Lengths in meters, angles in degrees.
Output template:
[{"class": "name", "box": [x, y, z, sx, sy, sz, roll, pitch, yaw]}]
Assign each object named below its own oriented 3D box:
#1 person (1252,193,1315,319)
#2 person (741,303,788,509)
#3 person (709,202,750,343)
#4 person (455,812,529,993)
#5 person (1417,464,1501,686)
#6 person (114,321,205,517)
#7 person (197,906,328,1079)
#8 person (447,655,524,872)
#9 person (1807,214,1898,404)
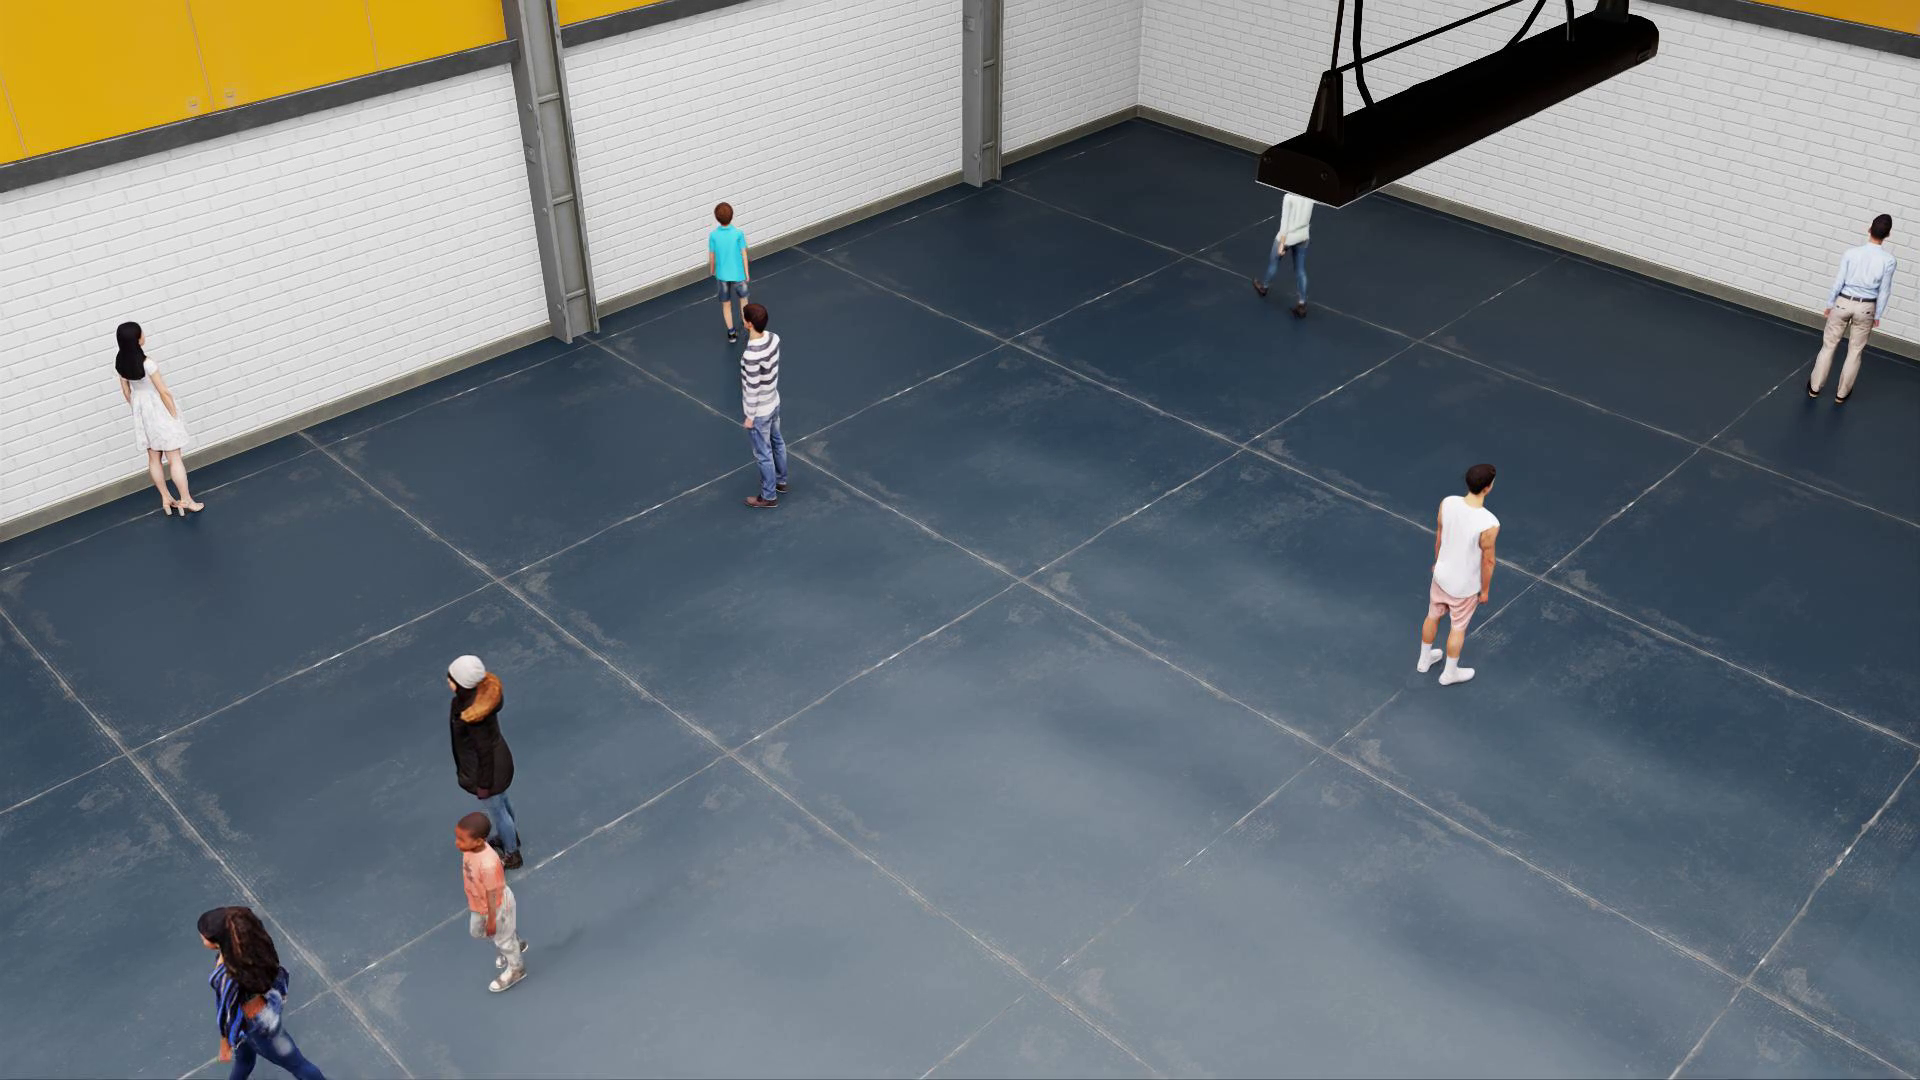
[{"class": "person", "box": [3.486, -3.067, 17.130, 1.082, 1.602, 0.886, -16, 37, -23]}, {"class": "person", "box": [-1.656, -1.146, 14.013, 0.782, 1.855, 0.633, 11, 35, 16]}, {"class": "person", "box": [-2.308, -2.664, 16.675, 0.806, 1.435, 0.857, -1, 34, -1]}, {"class": "person", "box": [-2.666, 2.068, 9.678, 0.554, 1.300, 0.501, -24, 40, -31]}, {"class": "person", "box": [3.584, 0.244, 11.984, 0.596, 1.786, 0.675, -22, 40, -30]}, {"class": "person", "box": [-6.714, -1.010, 13.881, 0.763, 1.774, 0.790, 9, 35, 14]}, {"class": "person", "box": [-3.595, 2.528, 8.737, 1.117, 1.575, 1.002, -4, 34, -6]}, {"class": "person", "box": [-2.961, 1.389, 10.398, 0.766, 1.634, 0.739, -8, 34, -12]}, {"class": "person", "box": [8.361, -2.165, 15.553, 0.722, 1.847, 0.705, 16, 37, 22]}]
